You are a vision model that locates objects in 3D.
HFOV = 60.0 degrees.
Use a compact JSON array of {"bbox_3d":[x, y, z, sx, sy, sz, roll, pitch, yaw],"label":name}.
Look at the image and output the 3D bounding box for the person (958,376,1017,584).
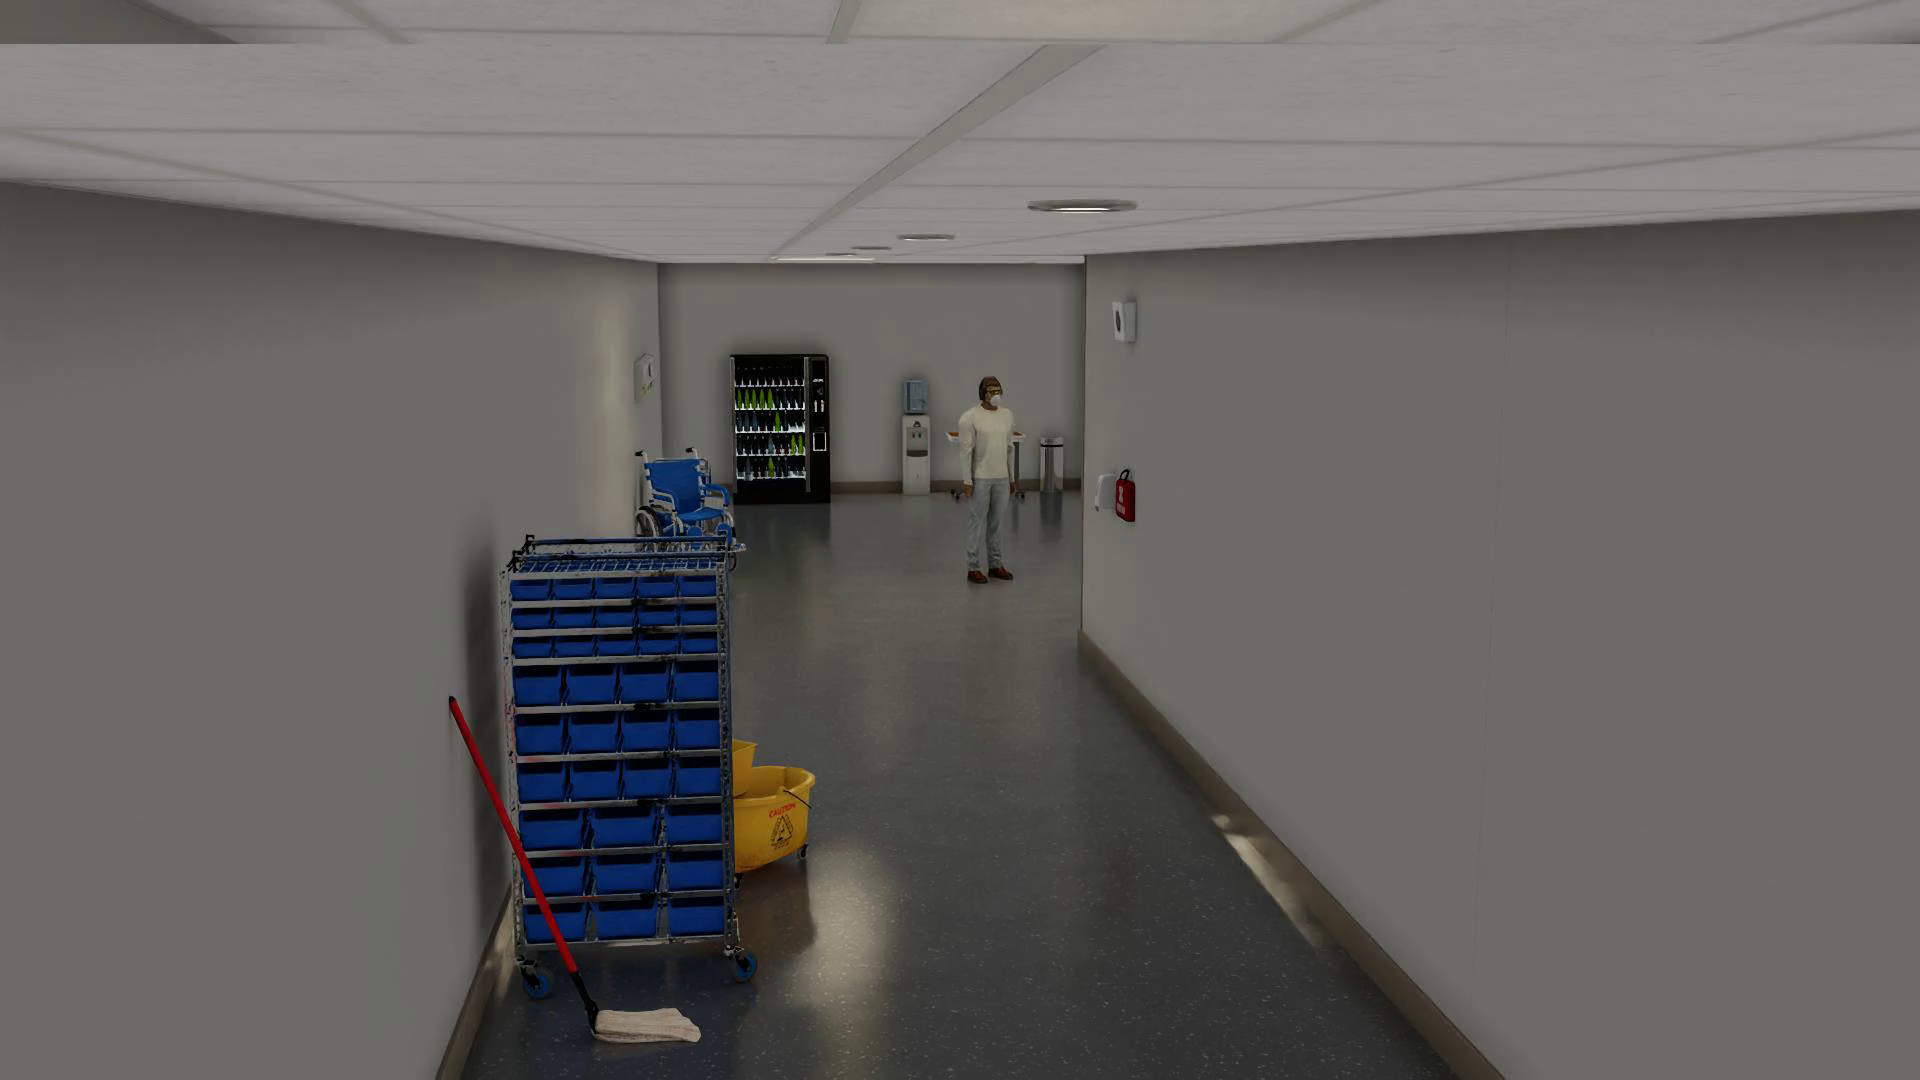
[{"bbox_3d":[0.275,-0.570,15.596,0.629,1.940,0.373,-7,11,-37],"label":"person"}]
